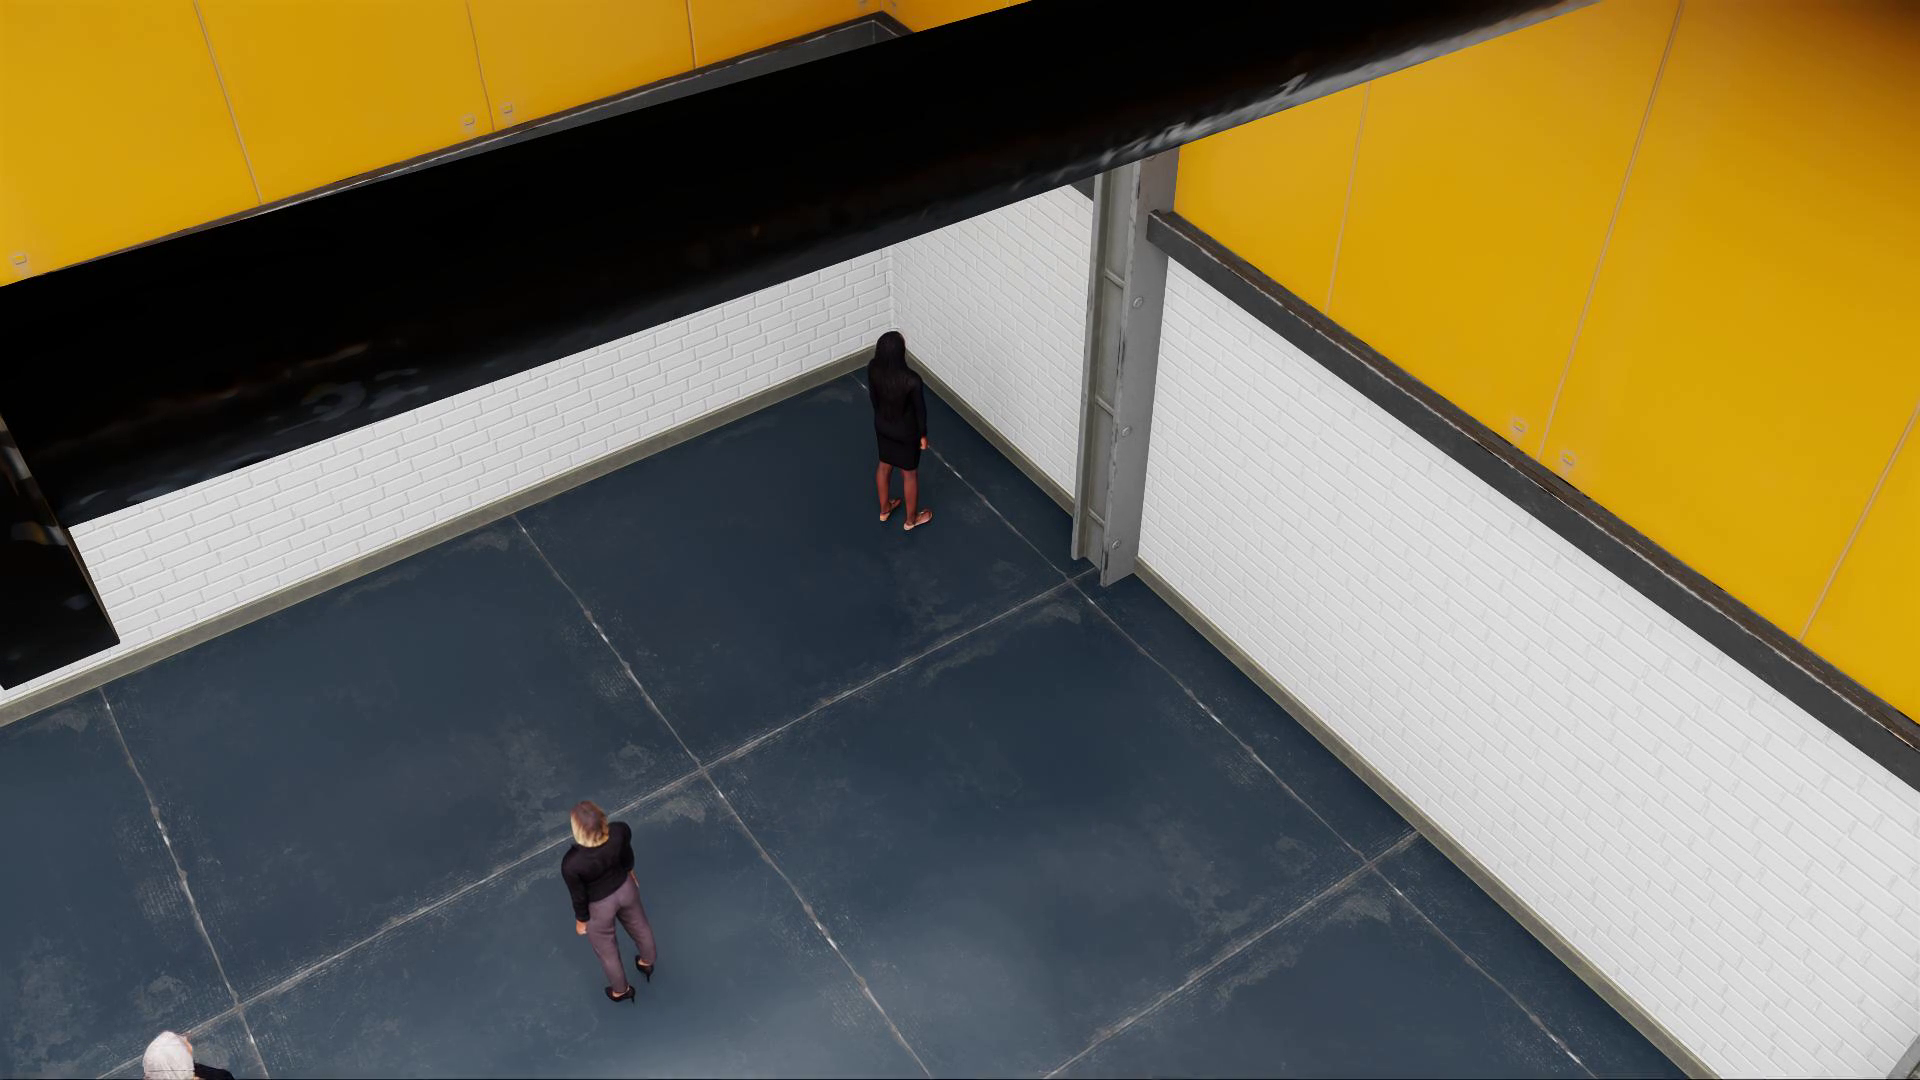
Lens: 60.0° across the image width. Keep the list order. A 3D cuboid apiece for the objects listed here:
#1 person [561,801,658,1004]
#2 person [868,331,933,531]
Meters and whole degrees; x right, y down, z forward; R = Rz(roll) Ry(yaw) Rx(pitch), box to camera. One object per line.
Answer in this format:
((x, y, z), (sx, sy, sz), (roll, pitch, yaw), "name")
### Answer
((-1.894, 1.973, 9.012), (0.613, 1.671, 0.645), (30, 51, 27), "person")
((-0.442, -0.793, 11.880), (0.586, 1.720, 0.740), (24, 49, 23), "person")
